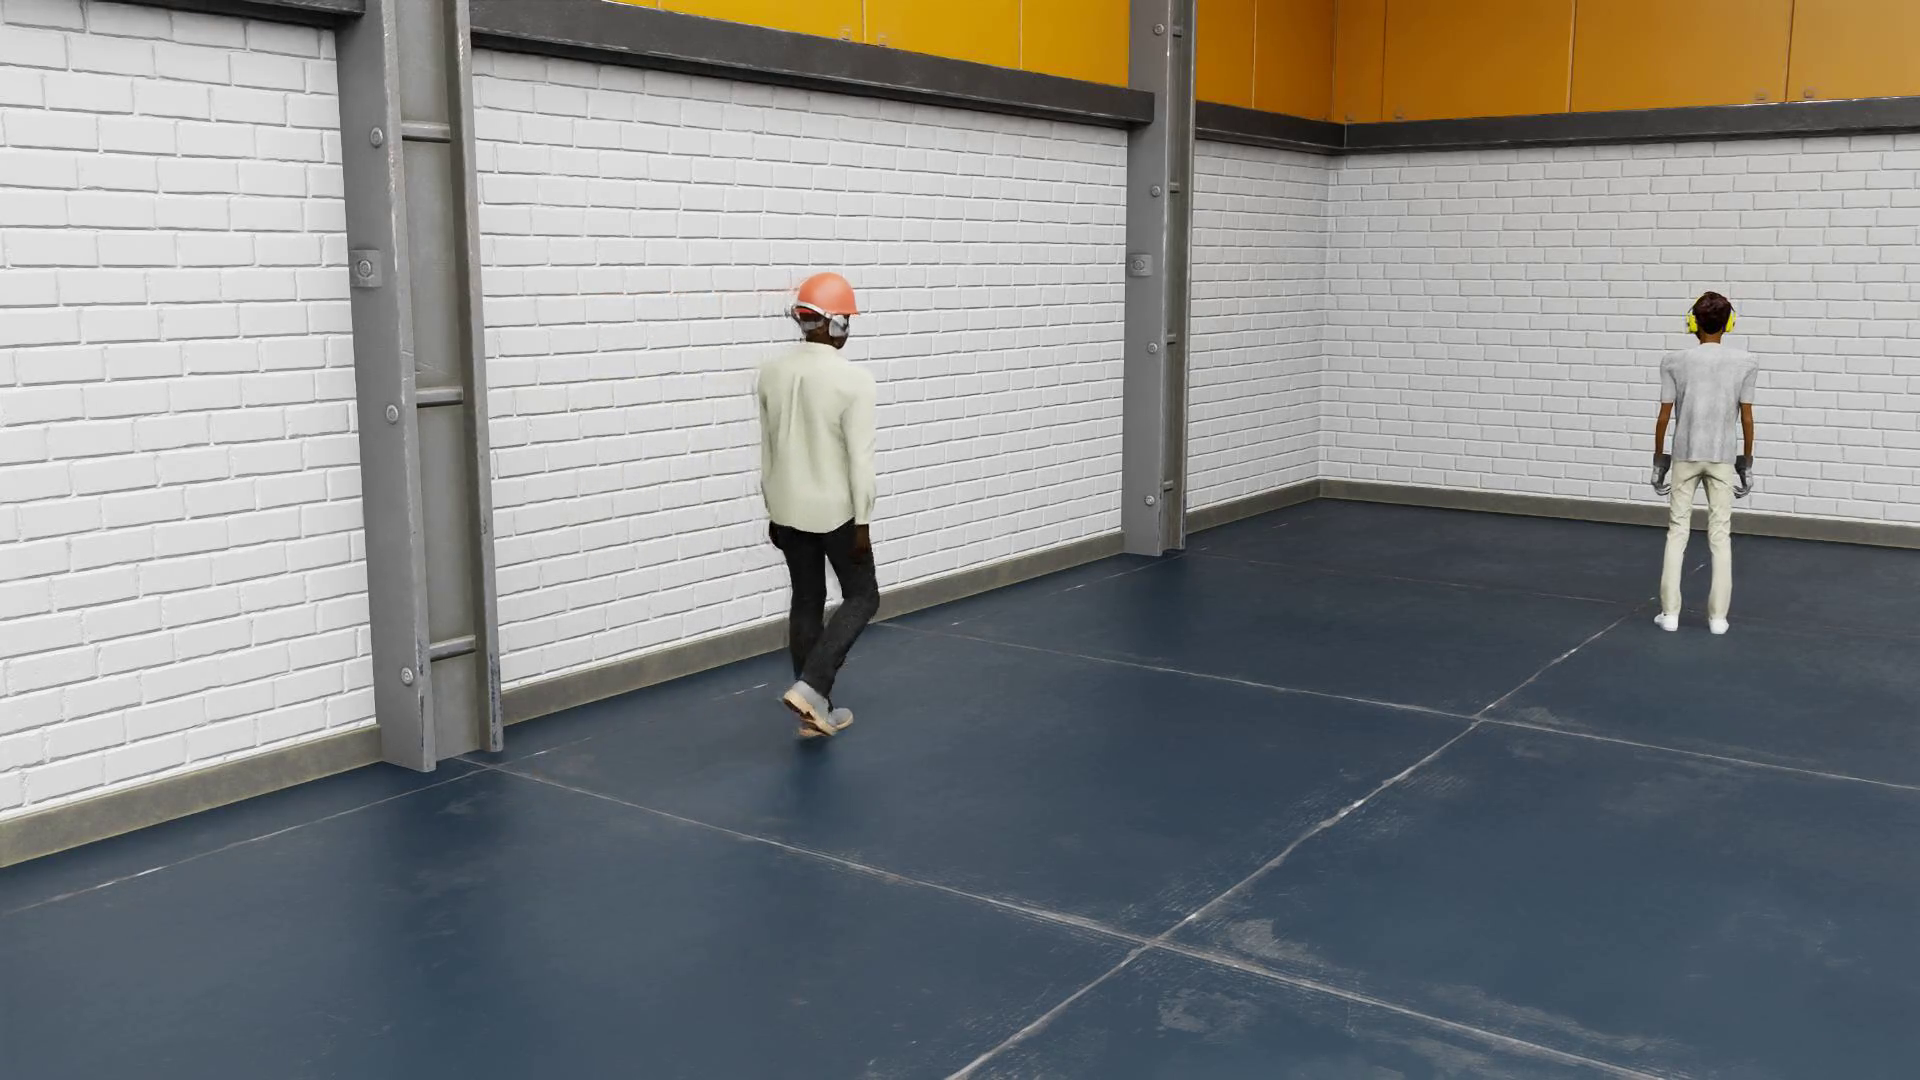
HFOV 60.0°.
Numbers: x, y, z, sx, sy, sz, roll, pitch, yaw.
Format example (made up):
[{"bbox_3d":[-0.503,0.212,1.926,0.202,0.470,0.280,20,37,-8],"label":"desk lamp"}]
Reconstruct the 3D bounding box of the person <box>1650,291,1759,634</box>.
[{"bbox_3d":[4.051,-0.411,9.065,0.515,1.852,0.326,4,10,22],"label":"person"}]

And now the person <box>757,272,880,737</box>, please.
[{"bbox_3d":[-0.602,-0.121,6.955,0.615,1.980,0.499,6,11,31],"label":"person"}]
